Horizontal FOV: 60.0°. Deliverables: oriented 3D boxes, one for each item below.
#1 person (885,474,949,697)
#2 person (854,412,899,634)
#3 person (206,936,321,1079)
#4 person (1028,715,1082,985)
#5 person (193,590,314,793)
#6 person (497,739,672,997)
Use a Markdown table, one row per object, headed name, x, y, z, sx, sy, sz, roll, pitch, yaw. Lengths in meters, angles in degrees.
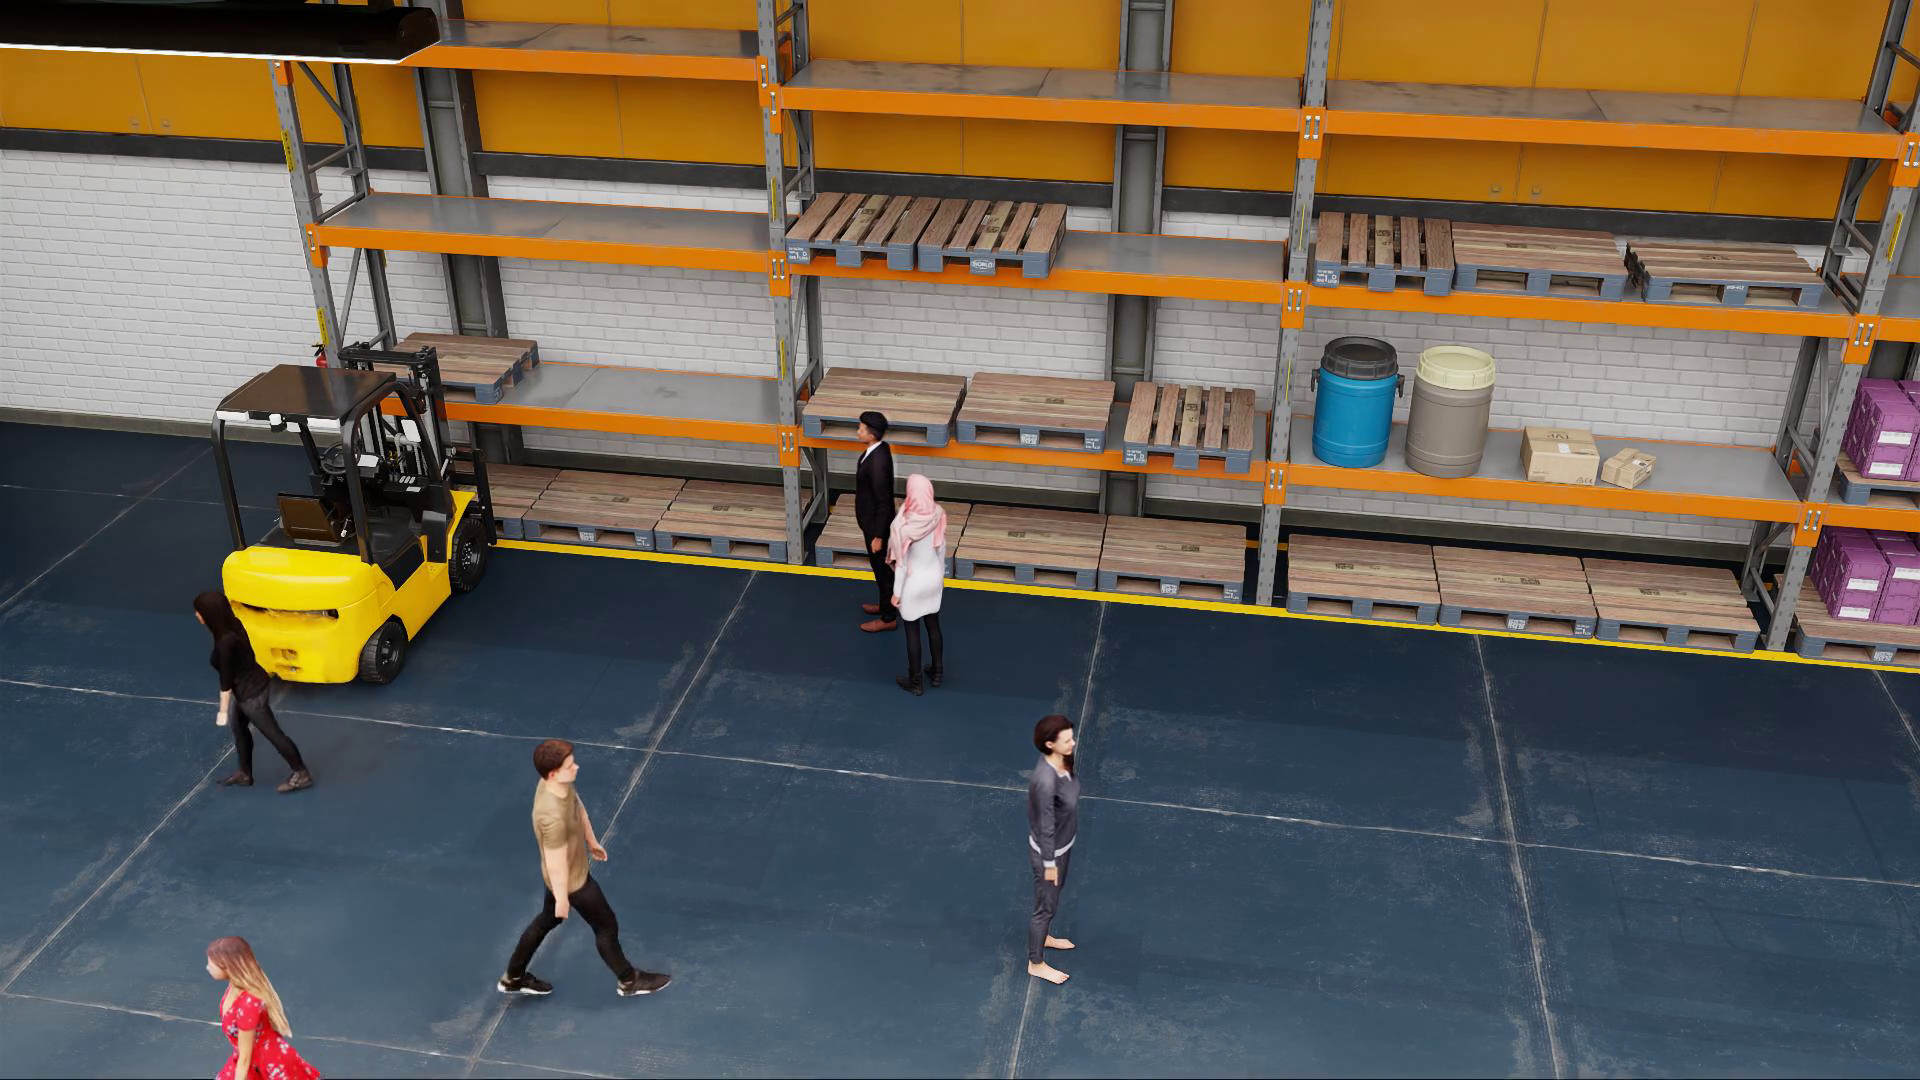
| name | x | y | z | sx | sy | sz | roll | pitch | yaw |
| --- | --- | --- | --- | --- | --- | --- | --- | --- | --- |
| person | -0.294 | 0.324 | 12.288 | 0.735 | 1.803 | 0.796 | -18 | 34 | -30 |
| person | -0.634 | -0.153 | 13.082 | 0.625 | 1.881 | 0.744 | -1 | 29 | -2 |
| person | -3.381 | 2.618 | 8.359 | 1.130 | 1.537 | 1.032 | -17 | 33 | -28 |
| person | 0.532 | 1.764 | 9.684 | 0.495 | 1.768 | 0.610 | 5 | 29 | 9 |
| person | -4.696 | 1.025 | 11.202 | 0.959 | 1.613 | 0.801 | -8 | 30 | -14 |
| person | -2.307 | 1.897 | 9.392 | 1.323 | 1.815 | 1.018 | -6 | 29 | -11 |
